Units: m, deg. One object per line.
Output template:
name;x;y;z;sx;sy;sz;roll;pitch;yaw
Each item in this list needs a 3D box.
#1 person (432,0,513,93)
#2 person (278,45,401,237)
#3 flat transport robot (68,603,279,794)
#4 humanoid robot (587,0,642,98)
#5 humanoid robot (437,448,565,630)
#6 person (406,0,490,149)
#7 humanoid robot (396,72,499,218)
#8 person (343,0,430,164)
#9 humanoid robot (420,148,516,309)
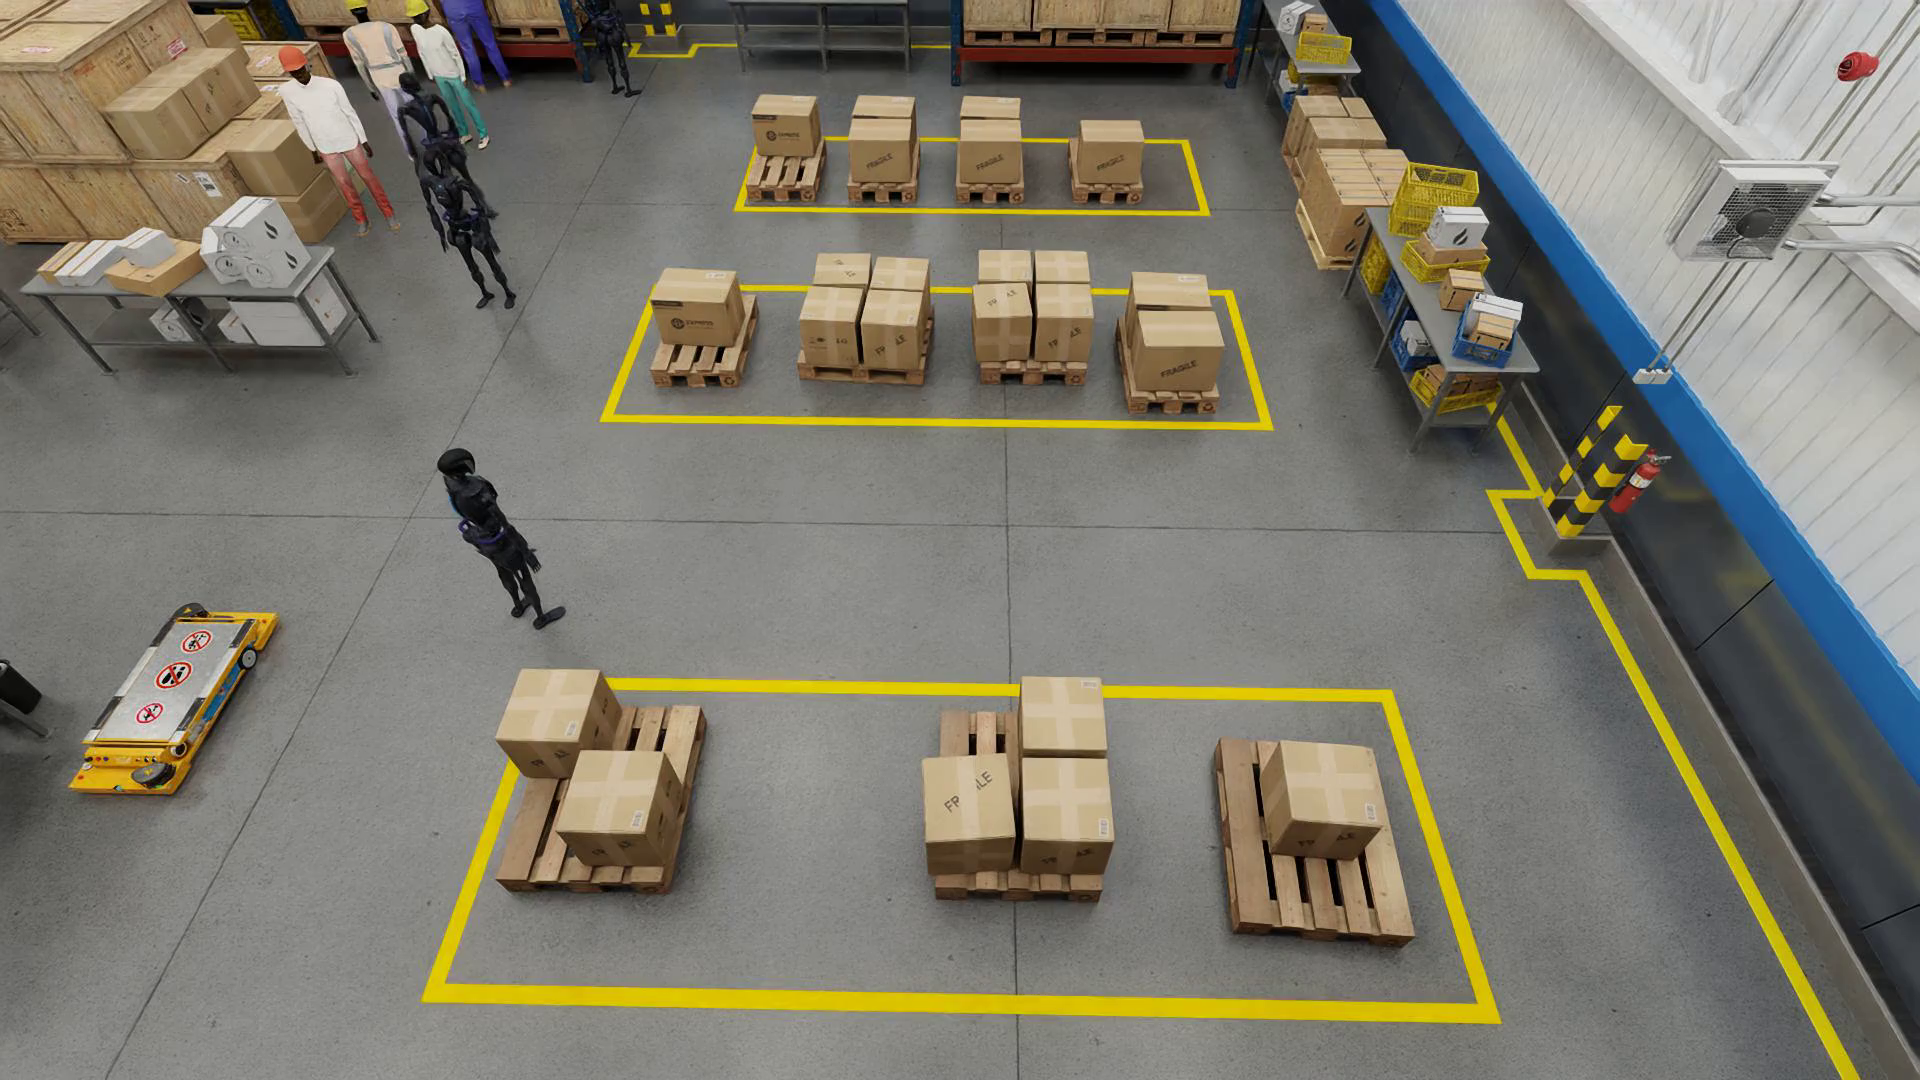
person;-6.609;-7.072;12.191;0.672;2.000;0.536;-20;53;-16
person;-6.685;-4.255;9.838;0.607;1.995;0.374;-17;52;-14
flat transport robot;-5.504;1.072;6.442;0.652;0.197;1.431;1;50;1
humanoid robot;-4.668;-6.814;12.201;0.586;1.657;0.331;23;54;19
humanoid robot;-3.254;-0.009;6.443;0.611;1.657;0.320;25;54;20
person;-6.265;-5.670;11.183;0.525;1.767;0.329;10;51;9
humanoid robot;-5.683;-4.213;10.007;0.491;1.659;0.640;34;58;25
person;-6.794;-5.496;10.943;0.583;1.915;0.392;-19;52;-16
humanoid robot;-4.846;-3.015;8.986;0.586;1.657;0.331;1;50;1
